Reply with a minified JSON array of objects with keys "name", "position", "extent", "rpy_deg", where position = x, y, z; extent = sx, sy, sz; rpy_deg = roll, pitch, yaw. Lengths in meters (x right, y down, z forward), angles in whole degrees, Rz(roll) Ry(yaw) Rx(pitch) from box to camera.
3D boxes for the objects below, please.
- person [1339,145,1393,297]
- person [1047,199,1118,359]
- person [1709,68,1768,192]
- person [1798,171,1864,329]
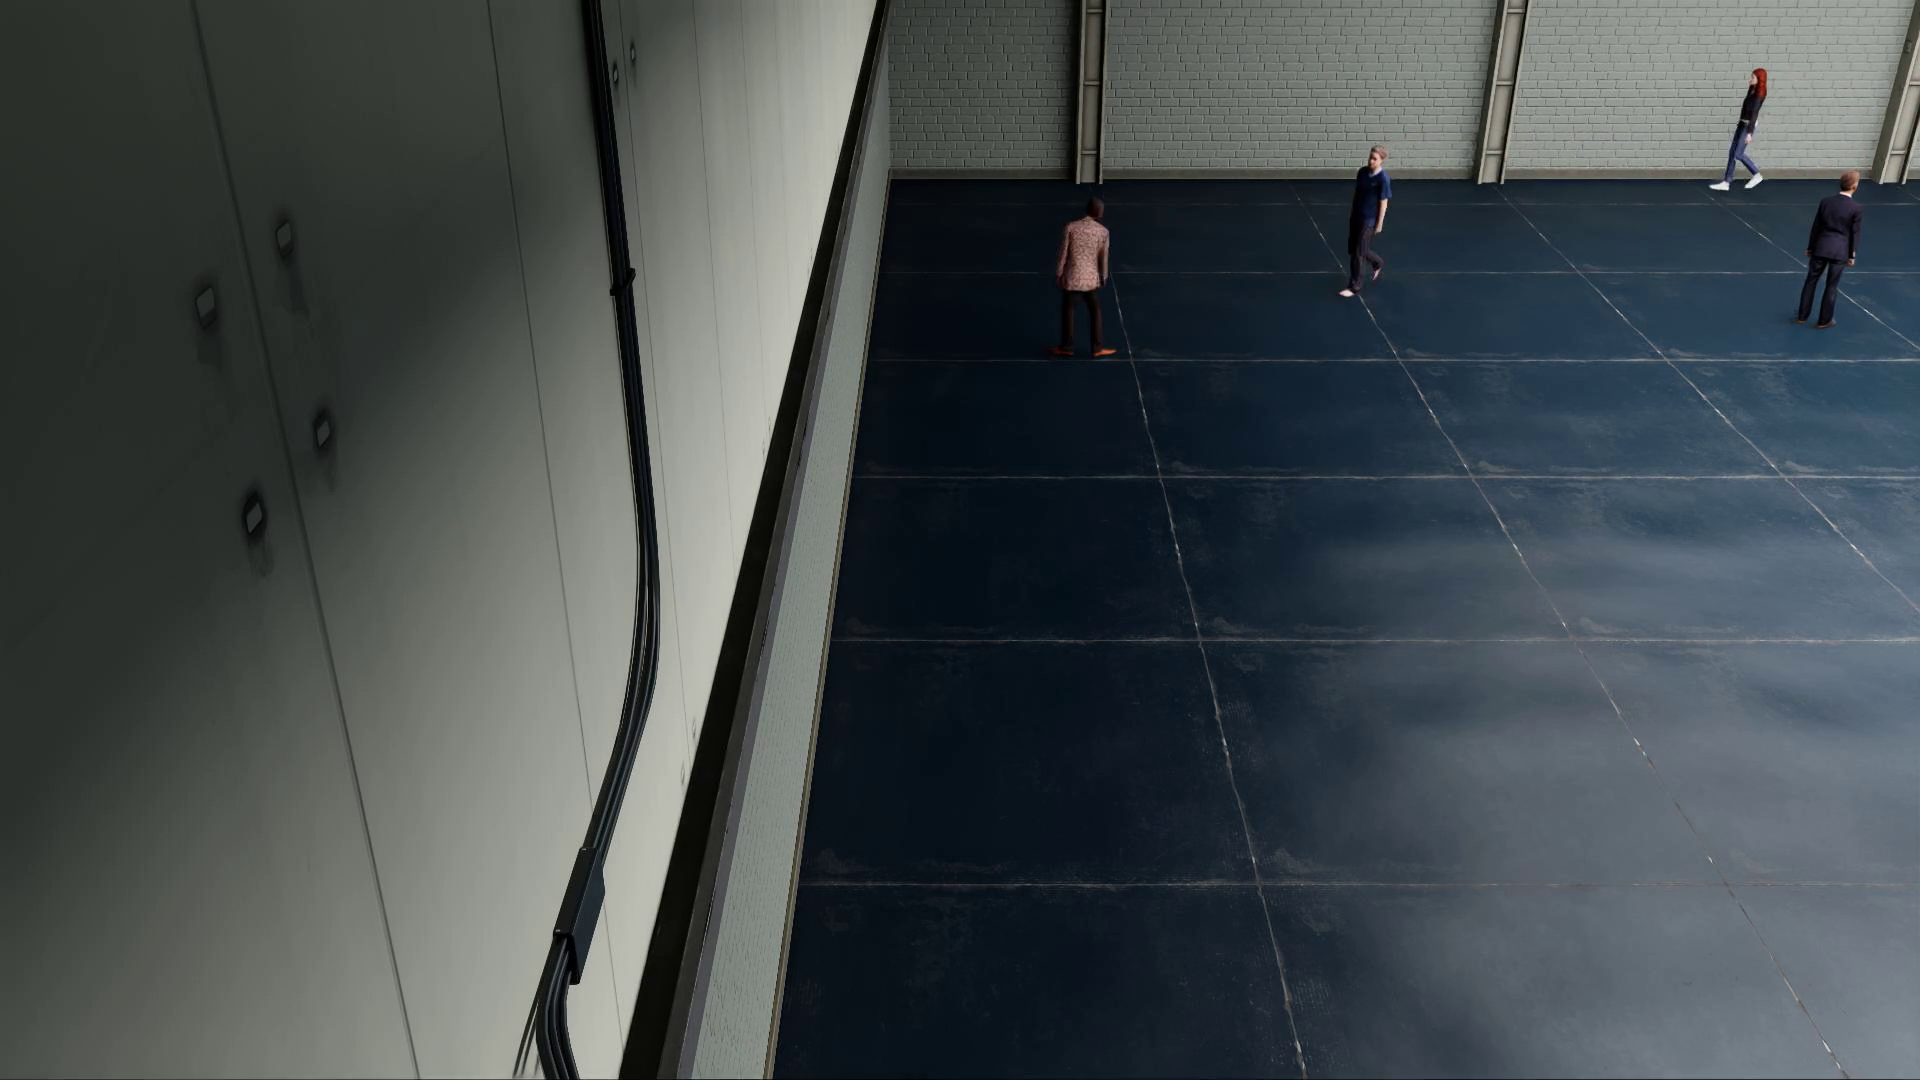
[{"name":"person","position":[4.988,-3.874,20.153],"extent":[1.072,1.848,0.920],"rpy_deg":[-13,31,-23]},{"name":"person","position":[1.292,-2.868,18.336],"extent":[0.641,1.781,1.000],"rpy_deg":[-10,30,-18]},{"name":"person","position":[11.417,-5.905,24.044],"extent":[0.950,1.776,0.666],"rpy_deg":[4,28,8]},{"name":"person","position":[10.089,-3.379,19.260],"extent":[0.832,1.814,0.775],"rpy_deg":[-25,37,-38]}]
